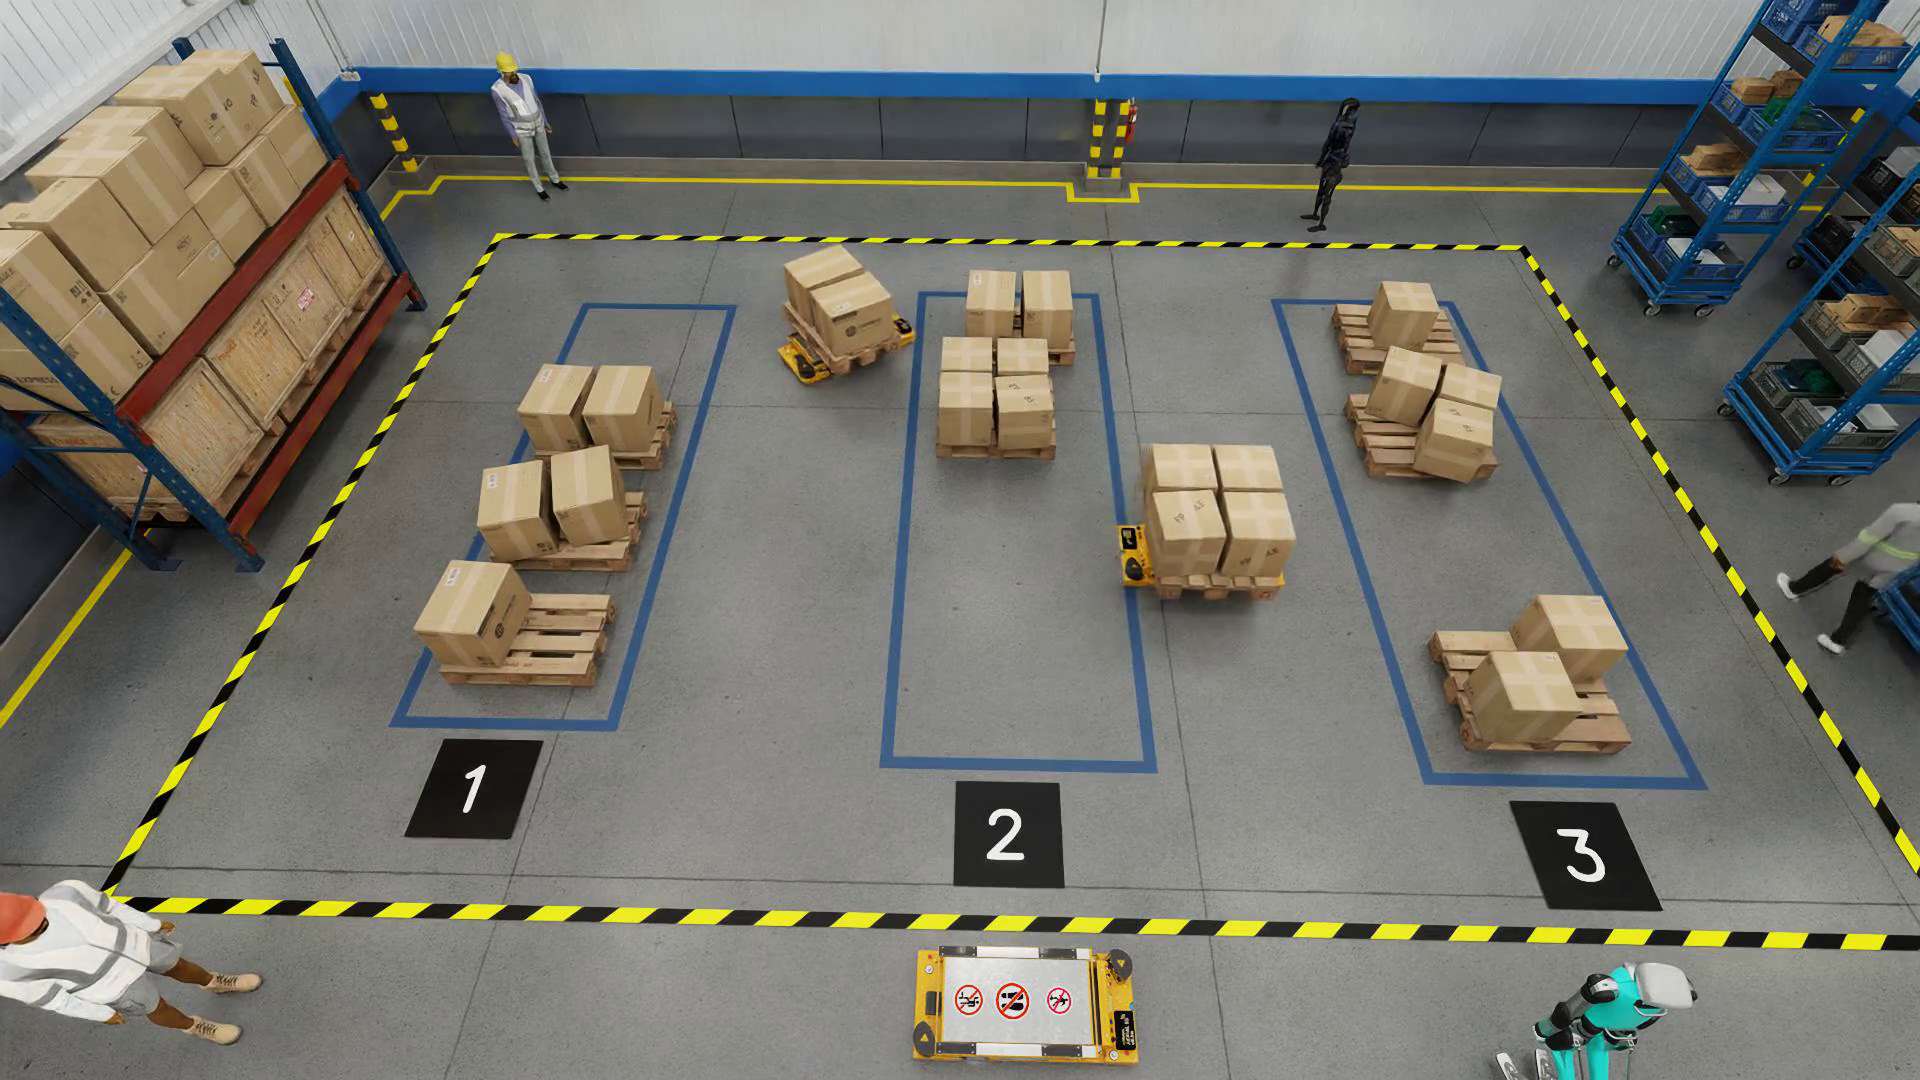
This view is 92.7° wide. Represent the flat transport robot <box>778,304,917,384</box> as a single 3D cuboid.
[{"bbox_3d":[-1.268,-2.252,10.304,1.431,0.197,0.652,-27,56,-20],"label":"flat transport robot"}]

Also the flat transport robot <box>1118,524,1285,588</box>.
[{"bbox_3d":[2.199,0.115,8.374,1.431,0.197,0.652,1,51,1],"label":"flat transport robot"}]

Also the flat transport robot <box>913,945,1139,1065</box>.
[{"bbox_3d":[0.422,3.041,6.007,1.431,0.231,0.659,1,51,1],"label":"flat transport robot"}]

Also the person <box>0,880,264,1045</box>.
[{"bbox_3d":[-4.869,2.470,5.329,0.368,2.044,0.607,-1,51,-1],"label":"person"}]

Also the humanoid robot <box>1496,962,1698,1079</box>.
[{"bbox_3d":[3.555,2.907,5.082,0.533,1.677,0.735,0,51,0],"label":"humanoid robot"}]

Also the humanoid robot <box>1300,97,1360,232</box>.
[{"bbox_3d":[4.606,-4.638,11.348,0.315,1.657,0.599,-1,51,0],"label":"humanoid robot"}]

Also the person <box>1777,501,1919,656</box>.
[{"bbox_3d":[7.438,0.135,7.378,0.599,1.814,0.906,14,52,11],"label":"person"}]

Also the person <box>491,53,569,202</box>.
[{"bbox_3d":[-5.558,-5.322,11.814,0.403,1.833,0.586,30,57,22],"label":"person"}]
